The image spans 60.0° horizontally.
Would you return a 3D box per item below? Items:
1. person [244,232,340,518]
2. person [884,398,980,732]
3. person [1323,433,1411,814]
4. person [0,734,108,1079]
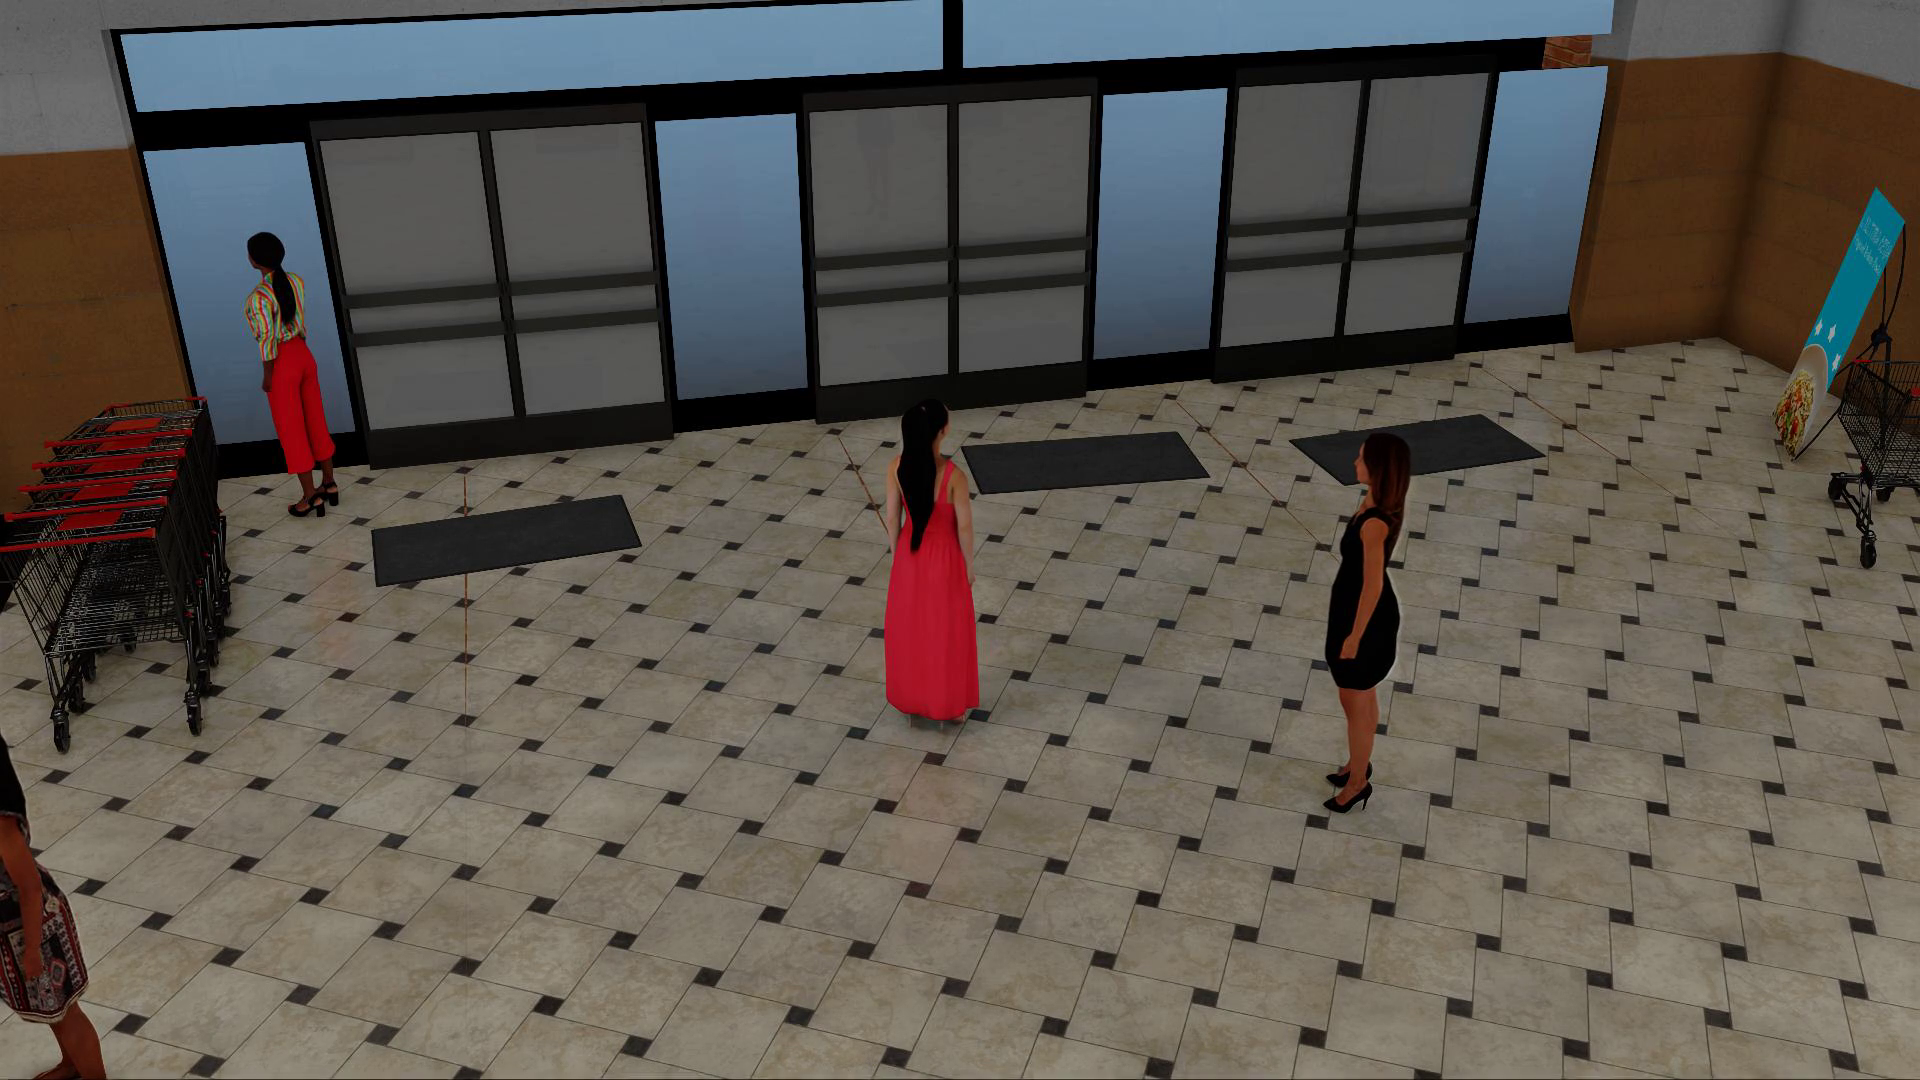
[{"bbox_3d":[-4.060,-0.996,10.089,0.736,1.793,0.632,8,28,15],"label":"person"},{"bbox_3d":[-0.146,0.132,7.940,0.716,1.726,0.750,10,28,19],"label":"person"},{"bbox_3d":[1.772,0.387,7.317,0.728,1.834,0.632,8,28,16],"label":"person"},{"bbox_3d":[-3.221,1.305,5.715,0.784,1.645,0.641,-23,35,-37],"label":"person"}]
